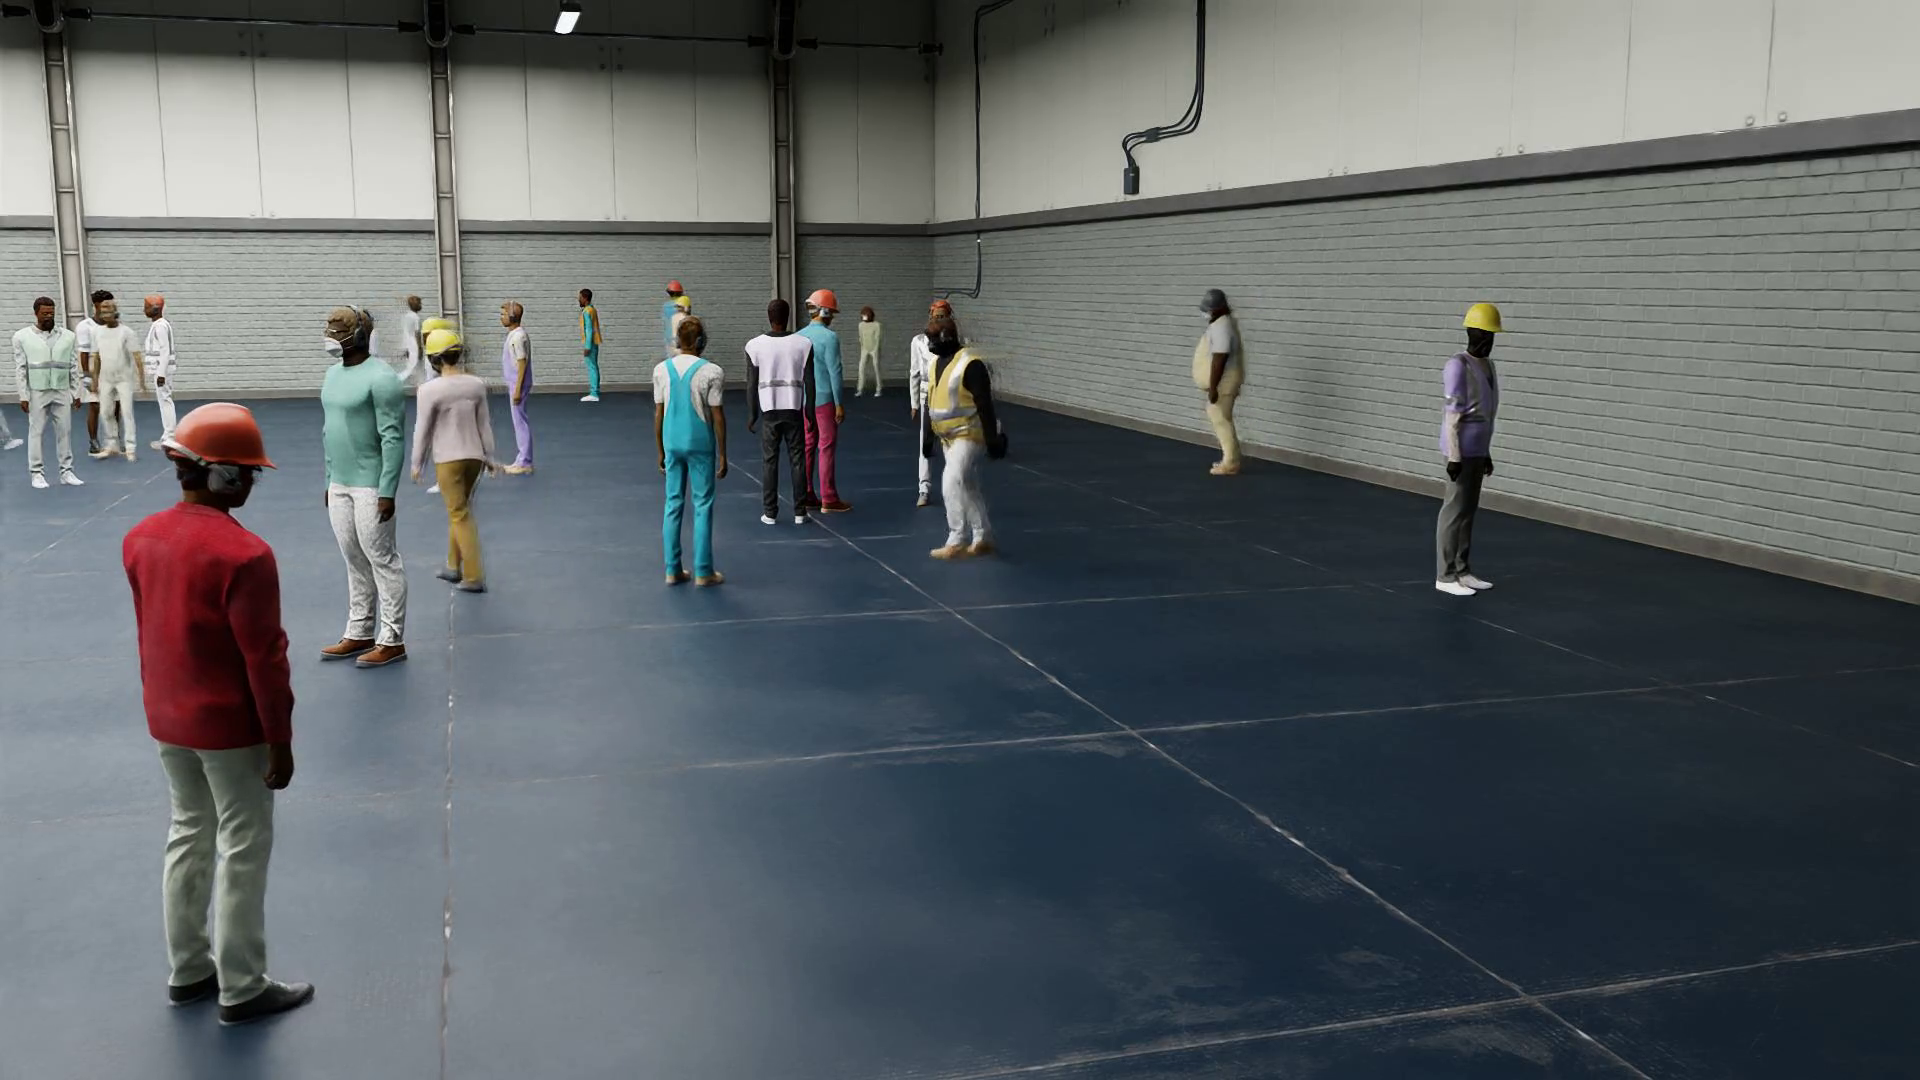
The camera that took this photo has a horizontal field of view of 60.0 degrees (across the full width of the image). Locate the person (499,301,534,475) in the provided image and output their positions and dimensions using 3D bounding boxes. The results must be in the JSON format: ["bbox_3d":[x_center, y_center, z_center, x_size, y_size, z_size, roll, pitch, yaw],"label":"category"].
[{"bbox_3d":[-4.726,-1.613,17.717,0.333,1.844,0.514,-3,9,-18],"label":"person"}]

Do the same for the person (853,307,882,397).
[{"bbox_3d":[-1.606,-3.292,29.233,0.506,1.591,0.802,4,10,26],"label":"person"}]

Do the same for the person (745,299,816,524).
[{"bbox_3d":[-1.515,-1.083,14.123,0.590,1.915,0.392,-1,9,-8],"label":"person"}]

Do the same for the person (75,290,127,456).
[{"bbox_3d":[-10.075,-1.960,19.586,0.378,1.958,0.605,4,10,22],"label":"person"}]

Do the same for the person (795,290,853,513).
[{"bbox_3d":[-1.238,-1.235,14.863,0.611,1.985,0.393,9,12,44],"label":"person"}]

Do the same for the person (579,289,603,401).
[{"bbox_3d":[-6.326,-3.334,28.465,0.398,1.920,0.588,-1,9,-4],"label":"person"}]

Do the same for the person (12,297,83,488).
[{"bbox_3d":[-9.125,-1.474,16.649,0.395,1.910,0.586,7,11,39],"label":"person"}]

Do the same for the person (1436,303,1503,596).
[{"bbox_3d":[3.386,-0.602,11.020,0.383,1.924,0.589,7,11,39],"label":"person"}]

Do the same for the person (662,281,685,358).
[{"bbox_3d":[-5.050,-3.581,29.634,0.365,2.048,0.608,-9,12,-44],"label":"person"}]

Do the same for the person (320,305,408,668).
[{"bbox_3d":[-3.221,-0.286,8.952,0.627,1.941,0.371,7,11,38],"label":"person"}]

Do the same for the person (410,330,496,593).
[{"bbox_3d":[-3.442,-0.528,11.117,0.755,1.733,0.539,6,11,35],"label":"person"}]

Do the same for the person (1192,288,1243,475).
[{"bbox_3d":[2.734,-1.700,17.654,0.551,2.000,0.711,1,9,8],"label":"person"}]

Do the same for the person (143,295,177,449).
[{"bbox_3d":[-9.821,-2.058,20.431,0.344,1.883,0.585,-5,10,-27],"label":"person"}]

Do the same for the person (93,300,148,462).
[{"bbox_3d":[-9.562,-1.806,18.962,0.729,1.847,0.416,1,9,7],"label":"person"}]

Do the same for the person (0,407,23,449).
[{"bbox_3d":[-11.794,-1.895,19.998,0.493,1.692,0.881,4,10,23],"label":"person"}]

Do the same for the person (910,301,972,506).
[{"bbox_3d":[-0.176,-1.249,15.281,0.573,1.883,0.356,-1,9,-3],"label":"person"}]

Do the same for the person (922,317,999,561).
[{"bbox_3d":[-0.022,-0.745,12.323,0.747,1.799,0.645,-5,10,-29],"label":"person"}]

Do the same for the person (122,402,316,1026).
[{"bbox_3d":[-2.062,0.485,4.671,0.575,1.740,0.348,5,10,29],"label":"person"}]

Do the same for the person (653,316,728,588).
[{"bbox_3d":[-1.810,-0.588,11.231,0.512,1.835,0.359,2,9,15],"label":"person"}]
